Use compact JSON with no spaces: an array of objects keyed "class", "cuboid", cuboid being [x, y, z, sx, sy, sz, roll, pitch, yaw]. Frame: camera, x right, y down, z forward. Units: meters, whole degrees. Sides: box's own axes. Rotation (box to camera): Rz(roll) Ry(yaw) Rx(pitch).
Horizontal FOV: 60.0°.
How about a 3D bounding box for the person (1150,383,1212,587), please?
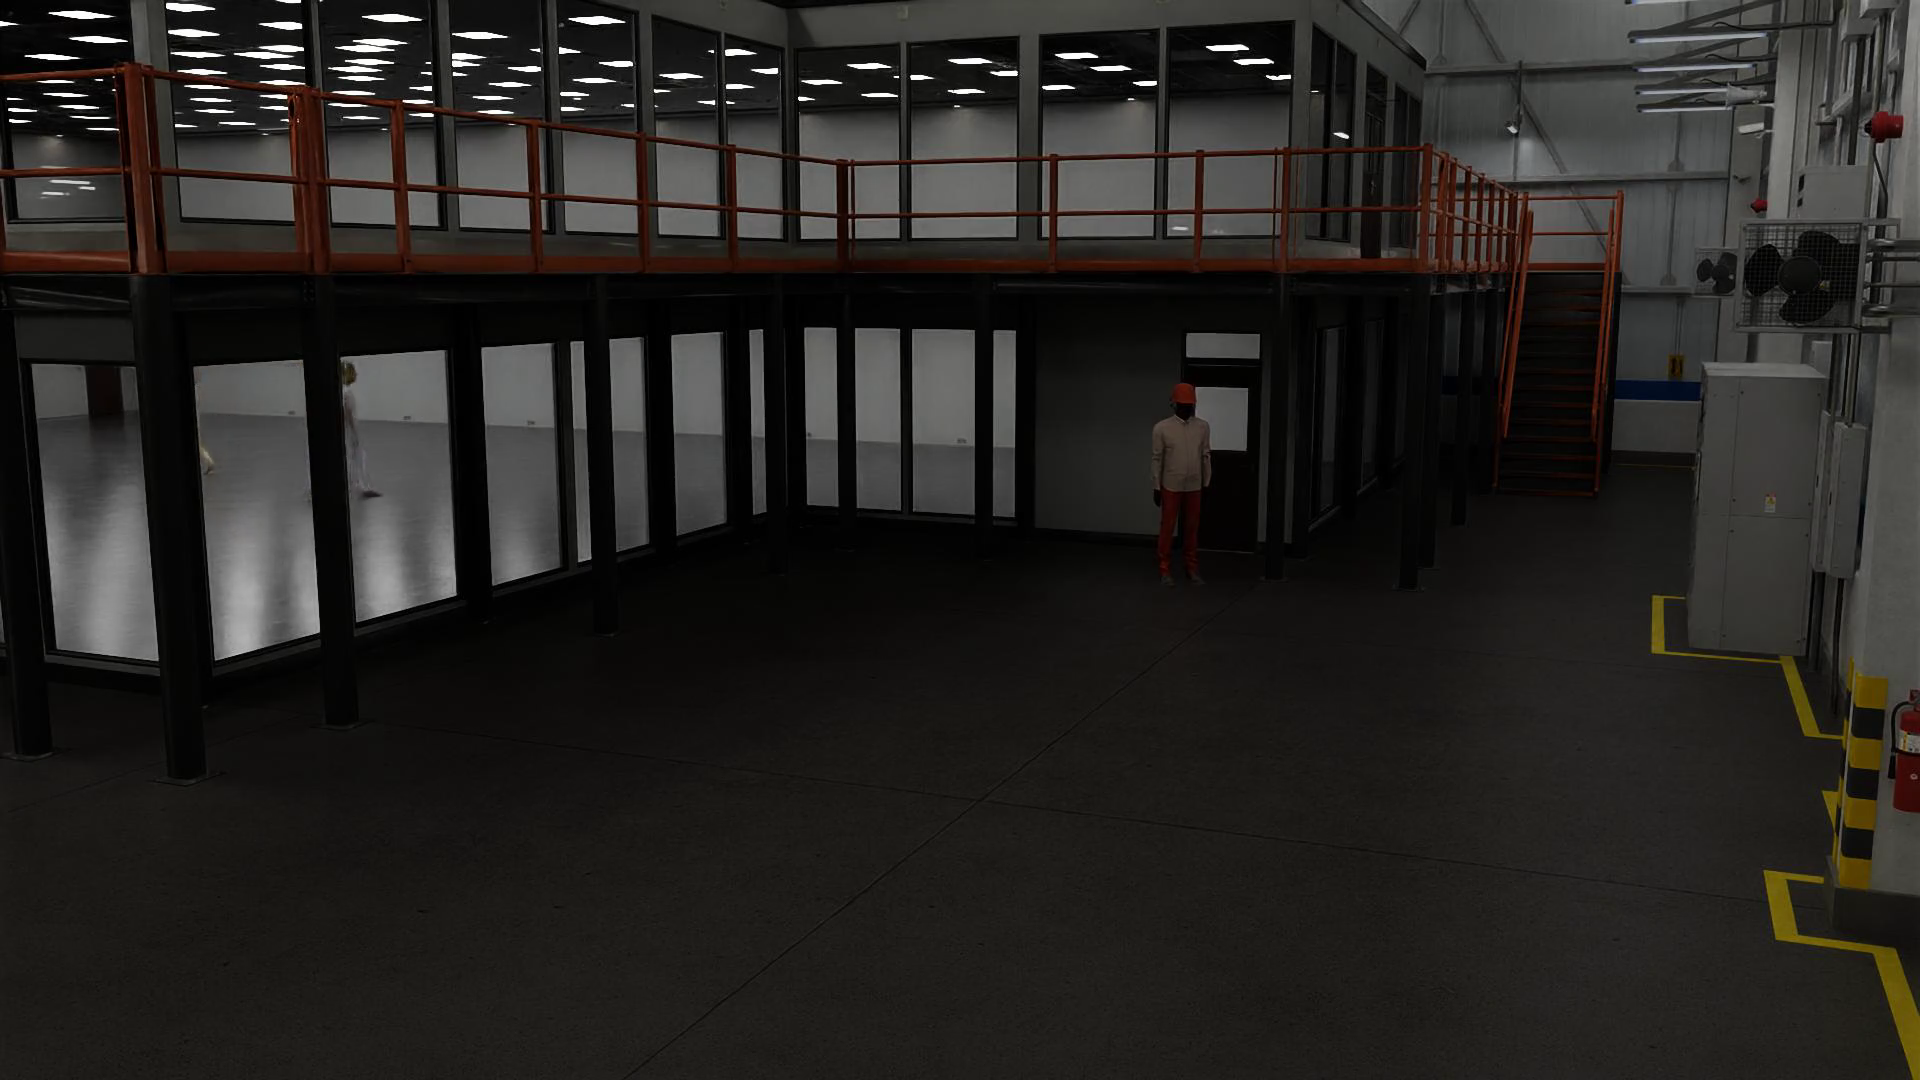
[{"class":"person","cuboid":[2.144,-0.527,16.082,0.616,1.986,0.407,-3,10,-18]}]
